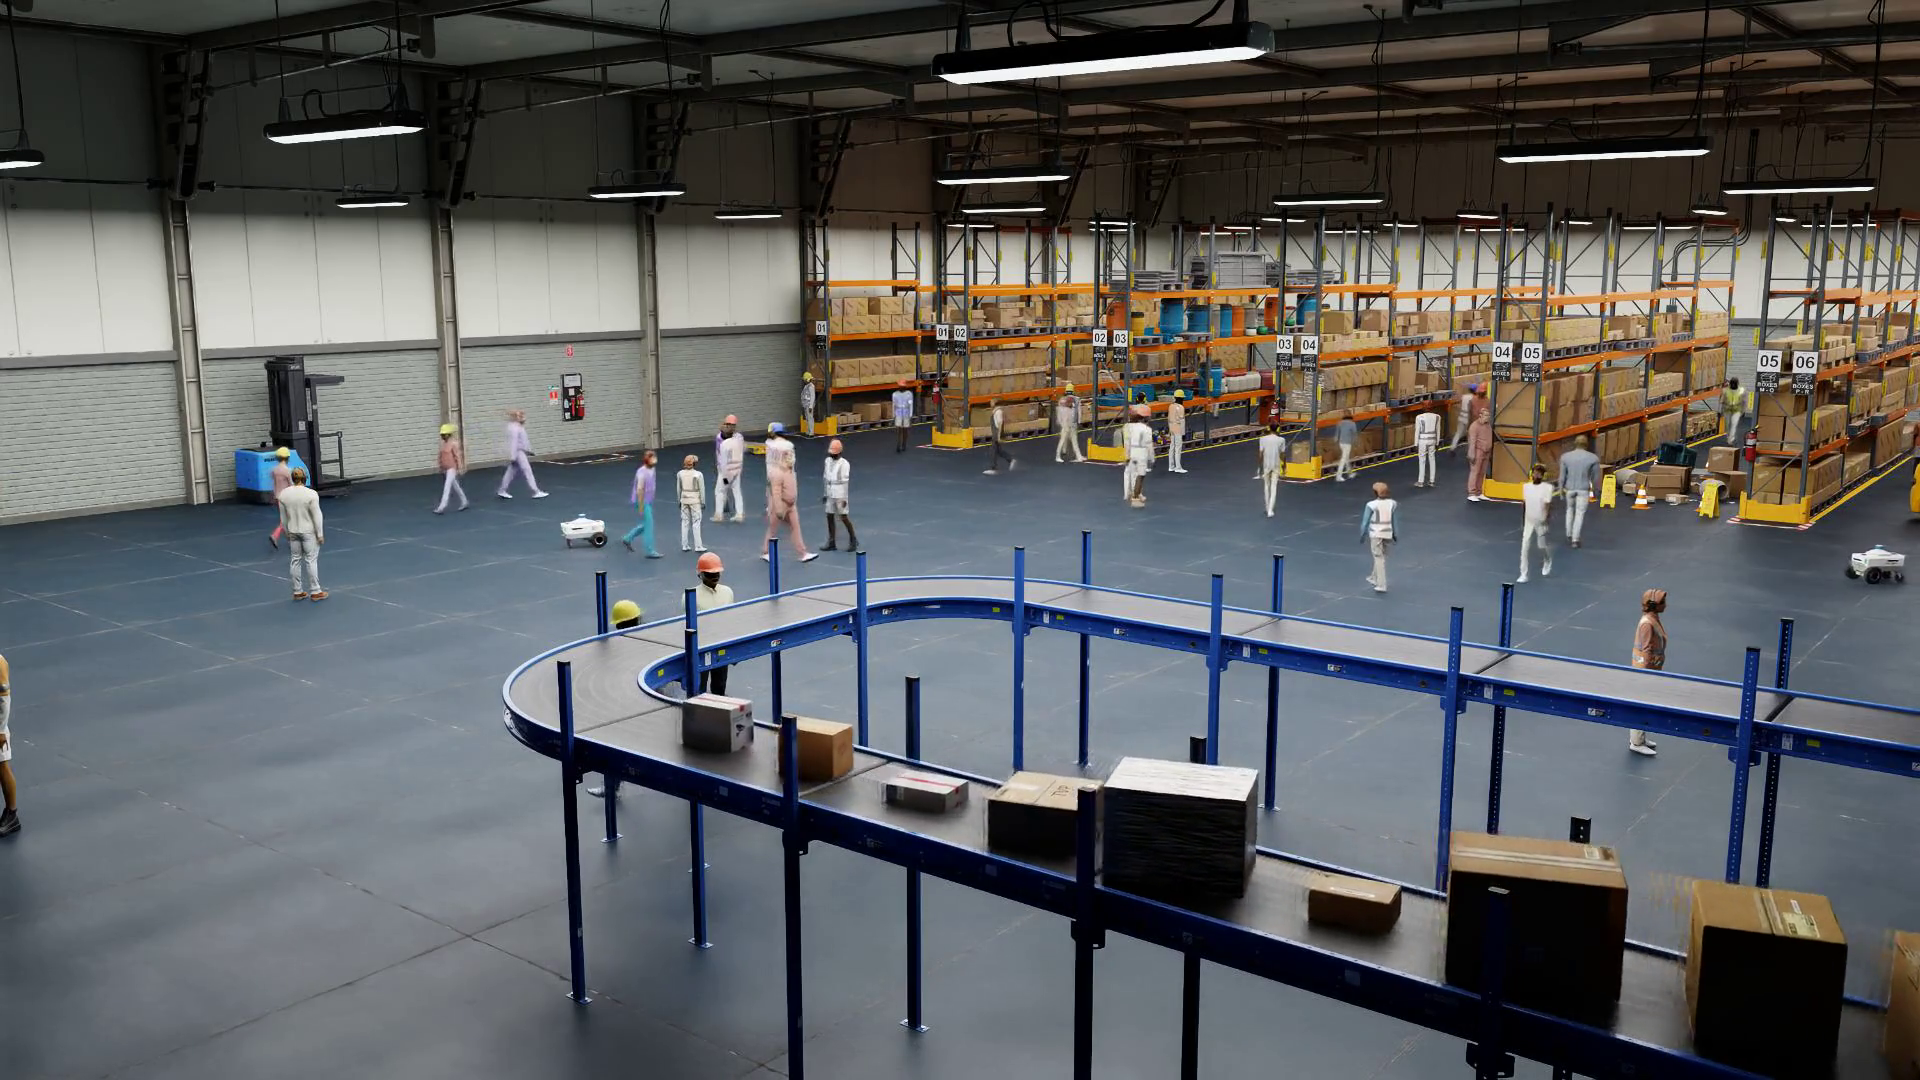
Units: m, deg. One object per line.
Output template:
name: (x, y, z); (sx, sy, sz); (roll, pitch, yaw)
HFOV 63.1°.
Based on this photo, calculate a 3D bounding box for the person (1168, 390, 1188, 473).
person: (5.041, -2.521, 36.228); (0.371, 1.927, 0.588); (-5, 11, -26)

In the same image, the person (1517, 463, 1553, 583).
person: (8.850, -0.287, 23.949); (0.505, 1.834, 0.876); (9, 14, 42)

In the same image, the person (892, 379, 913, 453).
person: (-1.480, -3.197, 40.170); (0.542, 1.881, 1.004); (0, 10, 1)

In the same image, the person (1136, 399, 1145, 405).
person: (4.320, -2.573, 37.209); (0.458, 1.689, 0.561); (-5, 11, -25)

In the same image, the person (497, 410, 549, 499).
person: (-9.078, -1.760, 32.190); (1.032, 1.855, 0.647); (-3, 10, -14)

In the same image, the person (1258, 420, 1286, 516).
person: (6.040, -1.401, 30.240); (0.509, 1.817, 0.995); (3, 11, 19)

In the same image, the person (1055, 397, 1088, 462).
person: (2.682, -2.665, 37.999); (0.856, 1.591, 0.518); (8, 13, 37)

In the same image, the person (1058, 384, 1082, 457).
person: (2.746, -2.993, 39.153); (0.588, 1.833, 0.404); (0, 10, 1)

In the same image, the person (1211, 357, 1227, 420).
person: (7.989, -4.707, 48.561); (0.654, 1.915, 0.596); (6, 12, 29)

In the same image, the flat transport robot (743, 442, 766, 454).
flat transport robot: (-5.364, -2.375, 40.186); (1.431, 0.197, 0.652); (8, 13, 37)

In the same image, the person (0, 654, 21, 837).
person: (-8.290, 1.553, 13.273); (0.542, 1.938, 0.358); (5, 11, 25)

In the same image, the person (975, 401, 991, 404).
person: (0.709, -4.477, 47.294); (0.614, 1.907, 1.028); (9, 14, 42)

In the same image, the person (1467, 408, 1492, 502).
person: (10.633, -1.742, 31.912); (0.652, 1.904, 0.403); (-8, 13, -39)

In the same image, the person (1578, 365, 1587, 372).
person: (18.866, -4.423, 47.401); (0.460, 1.755, 0.540); (8, 13, 38)

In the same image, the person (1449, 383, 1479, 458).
person: (12.559, -2.966, 38.876); (0.943, 1.892, 0.670); (-4, 11, -23)

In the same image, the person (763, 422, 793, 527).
person: (-3.364, -1.203, 28.844); (0.678, 1.913, 0.753); (-9, 14, -43)

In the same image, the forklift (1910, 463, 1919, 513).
forklift: (19.034, -1.348, 28.998); (2.313, 2.155, 1.214); (8, 13, 37)

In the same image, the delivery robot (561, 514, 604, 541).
delivery robot: (-6.485, -0.196, 26.864); (0.707, 0.478, 0.477); (-4, 11, -24)

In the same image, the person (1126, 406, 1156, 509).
person: (3.636, -1.639, 30.990); (0.675, 2.021, 0.656); (-7, 12, -35)

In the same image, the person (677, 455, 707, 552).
person: (-4.516, -0.614, 26.308); (0.523, 1.638, 0.311); (4, 11, 22)

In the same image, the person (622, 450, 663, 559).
person: (-5.246, -0.593, 25.709); (0.697, 1.808, 0.618); (1, 10, 6)

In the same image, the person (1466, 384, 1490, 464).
person: (12.573, -2.809, 37.852); (0.633, 1.927, 1.034); (6, 12, 30)

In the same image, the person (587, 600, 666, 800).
person: (-2.871, 1.435, 14.193); (0.652, 1.844, 1.011); (9, 14, 42)

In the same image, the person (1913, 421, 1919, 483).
person: (21.295, -2.080, 34.513); (0.534, 1.656, 0.864); (9, 13, 41)

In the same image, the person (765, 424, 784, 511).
person: (-3.603, -1.409, 30.577); (0.499, 1.705, 0.820); (2, 10, 9)

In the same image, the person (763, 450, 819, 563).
person: (-2.796, -0.528, 25.259); (1.030, 1.835, 0.708); (5, 11, 26)

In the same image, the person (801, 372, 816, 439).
person: (-4.200, -3.716, 43.223); (0.404, 1.830, 0.602); (-3, 11, -19)

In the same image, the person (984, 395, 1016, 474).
person: (0.926, -2.431, 36.041); (0.701, 1.828, 0.518); (-1, 10, -6)

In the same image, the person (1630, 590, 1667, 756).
person: (6.840, 1.295, 15.557); (0.310, 1.642, 0.514); (5, 11, 26)

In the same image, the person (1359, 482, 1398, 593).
person: (6.171, -0.060, 23.250); (0.545, 1.602, 0.780); (-3, 11, -19)

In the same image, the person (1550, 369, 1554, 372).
person: (19.596, -5.286, 52.053); (0.599, 1.834, 0.404); (-5, 11, -26)

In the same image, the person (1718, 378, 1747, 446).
person: (20.607, -3.438, 41.763); (0.639, 1.801, 0.948); (6, 12, 32)

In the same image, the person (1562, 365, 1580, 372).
person: (19.630, -5.016, 50.071); (0.536, 2.000, 0.682); (-3, 10, -16)

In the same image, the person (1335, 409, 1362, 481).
person: (8.676, -2.122, 34.923); (0.879, 1.583, 0.527); (-7, 12, -34)

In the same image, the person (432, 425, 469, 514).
person: (-9.926, -1.380, 30.393); (0.538, 1.721, 0.931); (7, 12, 33)

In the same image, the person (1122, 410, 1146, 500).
person: (3.575, -1.736, 32.054); (0.430, 1.845, 0.619); (-5, 11, -26)

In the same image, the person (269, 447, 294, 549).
person: (-11.447, -0.701, 26.464); (0.534, 1.748, 0.639); (7, 12, 34)

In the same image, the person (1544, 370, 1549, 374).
person: (16.409, -3.976, 44.080); (0.614, 2.047, 0.359); (7, 12, 34)

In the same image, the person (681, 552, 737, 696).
person: (-2.489, 1.105, 15.629); (0.378, 1.995, 0.609); (10, 14, 44)

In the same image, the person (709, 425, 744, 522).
person: (-4.392, -1.242, 29.318); (0.761, 1.820, 0.621); (5, 11, 27)

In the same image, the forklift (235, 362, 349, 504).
forklift: (-13.803, -2.244, 32.110); (1.129, 2.768, 1.873); (8, 13, 37)

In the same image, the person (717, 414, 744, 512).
person: (-4.500, -1.516, 30.690); (0.545, 1.893, 0.992); (0, 10, -2)

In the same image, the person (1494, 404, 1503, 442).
person: (12.454, -2.452, 35.884); (0.587, 1.914, 0.390); (7, 12, 34)

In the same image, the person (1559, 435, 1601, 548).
person: (10.682, -0.854, 26.931); (0.655, 1.903, 0.910); (7, 12, 35)

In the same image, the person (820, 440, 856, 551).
person: (-2.076, -0.757, 26.404); (0.619, 1.908, 0.517); (9, 13, 40)

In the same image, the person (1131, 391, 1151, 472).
person: (4.218, -2.523, 36.391); (0.516, 1.876, 0.327); (7, 12, 34)

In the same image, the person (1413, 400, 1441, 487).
person: (10.130, -2.095, 33.959); (0.575, 1.881, 0.356); (-1, 10, -8)

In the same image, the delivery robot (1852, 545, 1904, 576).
delivery robot: (14.057, 0.321, 23.953); (0.707, 0.478, 0.477); (-2, 10, -9)

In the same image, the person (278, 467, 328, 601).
person: (-9.453, -0.090, 22.514); (0.632, 1.940, 0.372); (2, 10, 10)
